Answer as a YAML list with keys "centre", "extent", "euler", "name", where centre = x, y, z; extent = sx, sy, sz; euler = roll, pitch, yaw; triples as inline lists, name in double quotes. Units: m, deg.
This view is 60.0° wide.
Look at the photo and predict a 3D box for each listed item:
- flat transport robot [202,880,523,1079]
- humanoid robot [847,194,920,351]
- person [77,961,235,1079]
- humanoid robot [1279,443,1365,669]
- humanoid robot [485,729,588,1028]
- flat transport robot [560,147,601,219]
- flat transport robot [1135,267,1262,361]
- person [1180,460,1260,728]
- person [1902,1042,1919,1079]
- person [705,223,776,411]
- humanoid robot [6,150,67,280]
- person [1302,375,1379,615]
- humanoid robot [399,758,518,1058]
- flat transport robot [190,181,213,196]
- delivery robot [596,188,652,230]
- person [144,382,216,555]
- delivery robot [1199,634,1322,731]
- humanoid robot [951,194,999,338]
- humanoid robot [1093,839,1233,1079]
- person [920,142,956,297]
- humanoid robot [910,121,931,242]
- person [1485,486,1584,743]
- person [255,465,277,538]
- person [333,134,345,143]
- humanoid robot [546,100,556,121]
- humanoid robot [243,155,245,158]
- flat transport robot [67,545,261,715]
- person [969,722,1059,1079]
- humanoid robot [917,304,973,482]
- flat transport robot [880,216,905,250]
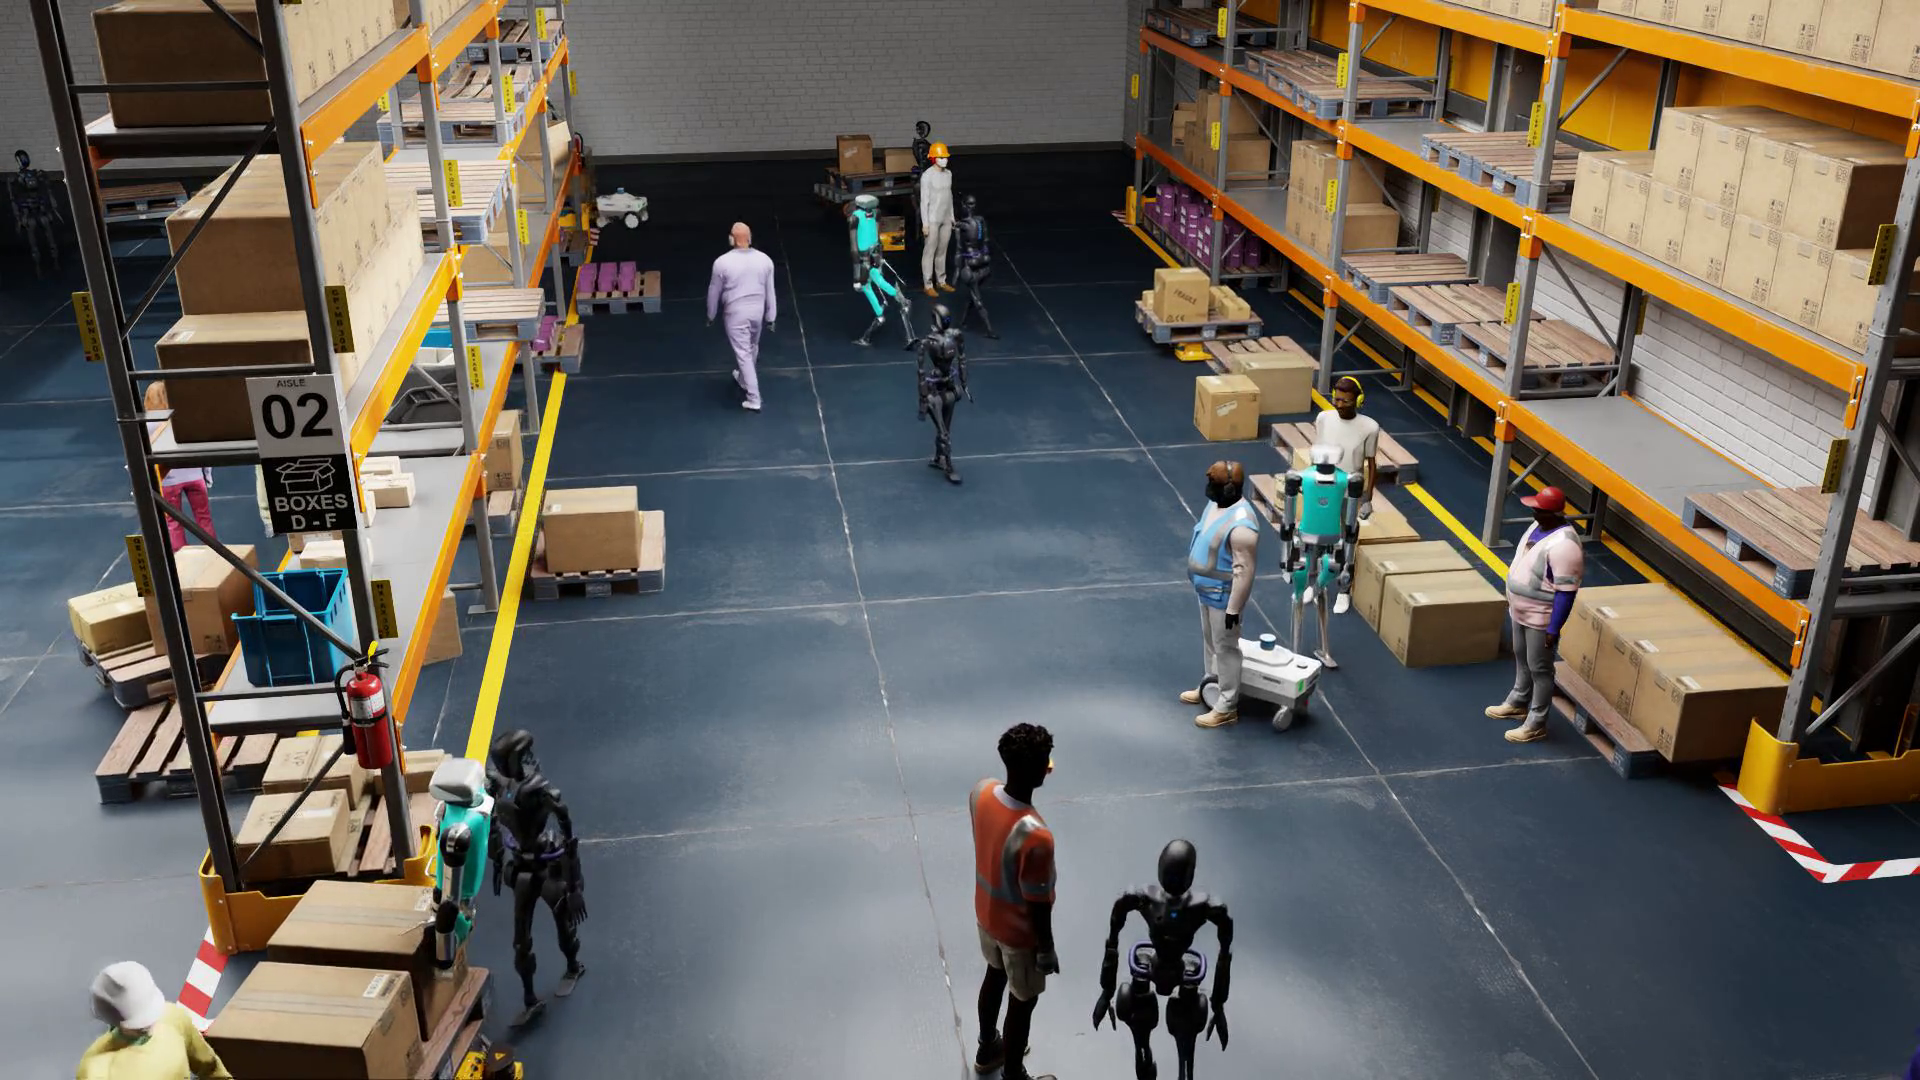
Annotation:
- centre: [-2.843, 2.604, 7.746]
  extent: [1.431, 0.231, 0.659]
  euler: [2, 24, 5]
  name: "flat transport robot"
- centre: [-0.799, -2.935, 18.588]
  extent: [0.996, 1.778, 0.530]
  euler: [15, 28, 30]
  name: "humanoid robot"
- centre: [-3.085, 2.320, 6.462]
  extent: [0.996, 1.828, 0.574]
  euler: [9, 25, 20]
  name: "person"
- centre: [2.479, 0.081, 11.624]
  extent: [0.530, 1.759, 0.720]
  euler: [3, 24, 7]
  name: "humanoid robot"
- centre: [-2.089, 1.637, 8.225]
  extent: [0.589, 1.635, 0.557]
  euler: [10, 26, 22]
  name: "humanoid robot"
- centre: [-6.087, -4.977, 25.017]
  extent: [1.431, 0.231, 0.659]
  euler: [-1, 24, -2]
  name: "flat transport robot"
- centre: [2.671, -2.341, 19.011]
  extent: [0.659, 0.231, 1.431]
  euler: [-3, 24, -7]
  name: "flat transport robot"
- centre: [1.704, 0.345, 10.937]
  extent: [0.429, 1.841, 0.634]
  euler: [-4, 24, -8]
  name: "person"
- centre: [3.982, 2.375, 6.616]
  extent: [0.799, 1.584, 0.486]
  euler: [20, 31, 38]
  name: "person"
- centre: [-2.238, -2.300, 16.950]
  extent: [0.659, 1.849, 1.010]
  euler: [-15, 28, -30]
  name: "person"
- centre: [-11.952, -4.218, 21.526]
  extent: [0.319, 1.652, 0.597]
  euler: [19, 30, 36]
  name: "humanoid robot"
- centre: [2.845, -0.344, 12.477]
  extent: [0.531, 1.864, 0.309]
  euler: [14, 27, 29]
  name: "person"
- centre: [-2.522, 1.815, 7.729]
  extent: [0.853, 1.766, 0.552]
  euler: [-1, 24, -2]
  name: "humanoid robot"
- centre: [-11.370, -5.579, 26.388]
  extent: [1.431, 0.231, 0.659]
  euler: [-20, 30, -37]
  name: "flat transport robot"
- centre: [-4.925, -4.849, 24.393]
  extent: [0.798, 0.614, 0.499]
  euler: [5, 24, 11]
  name: "delivery robot"
- centre: [-6.106, -0.447, 13.006]
  extent: [0.498, 1.629, 0.287]
  euler: [-16, 29, -33]
  name: "person"
- centre: [2.018, 0.926, 11.237]
  extent: [0.785, 0.614, 0.525]
  euler: [16, 28, 32]
  name: "delivery robot"
- centre: [0.153, -3.165, 19.203]
  extent: [0.792, 1.621, 0.608]
  euler: [19, 30, 37]
  name: "humanoid robot"
- centre: [0.888, 2.039, 7.314]
  extent: [0.609, 1.626, 0.725]
  euler: [3, 24, 8]
  name: "humanoid robot"
- centre: [-0.277, -4.015, 20.805]
  extent: [0.357, 1.896, 0.562]
  euler: [20, 30, 37]
  name: "person"
- centre: [-0.535, -5.075, 23.475]
  extent: [0.315, 1.653, 0.599]
  euler: [2, 24, 4]
  name: "humanoid robot"
- centre: [3.722, 0.470, 10.762]
  extent: [0.420, 1.750, 0.622]
  euler: [-2, 24, -5]
  name: "person"
- centre: [-5.724, -0.889, 13.858]
  extent: [0.571, 1.746, 0.345]
  euler: [-20, 30, -37]
  name: "person"
- centre: [-9.450, -5.773, 24.939]
  extent: [0.971, 1.790, 0.644]
  euler: [2, 24, 3]
  name: "person"
- centre: [-6.756, -6.566, 26.906]
  extent: [0.605, 1.631, 0.659]
  euler: [6, 24, 12]
  name: "humanoid robot"
- centre: [-9.075, -4.465, 22.001]
  extent: [0.541, 1.728, 0.997]
  euler: [-11, 26, -24]
  name: "humanoid robot"
- centre: [-5.378, 0.888, 11.655]
  extent: [0.659, 0.231, 1.431]
  euler: [-19, 30, -37]
  name: "flat transport robot"
- centre: [0.258, 1.721, 7.658]
  extent: [0.366, 1.960, 0.606]
  euler: [-11, 26, -24]
  name: "person"
- centre: [-0.141, -1.344, 15.006]
  extent: [0.591, 1.636, 0.582]
  euler: [-20, 31, -38]
  name: "humanoid robot"
- centre: [-1.111, -4.354, 23.598]
  extent: [0.659, 0.231, 1.431]
  euler: [-1, 24, -2]
  name: "flat transport robot"
